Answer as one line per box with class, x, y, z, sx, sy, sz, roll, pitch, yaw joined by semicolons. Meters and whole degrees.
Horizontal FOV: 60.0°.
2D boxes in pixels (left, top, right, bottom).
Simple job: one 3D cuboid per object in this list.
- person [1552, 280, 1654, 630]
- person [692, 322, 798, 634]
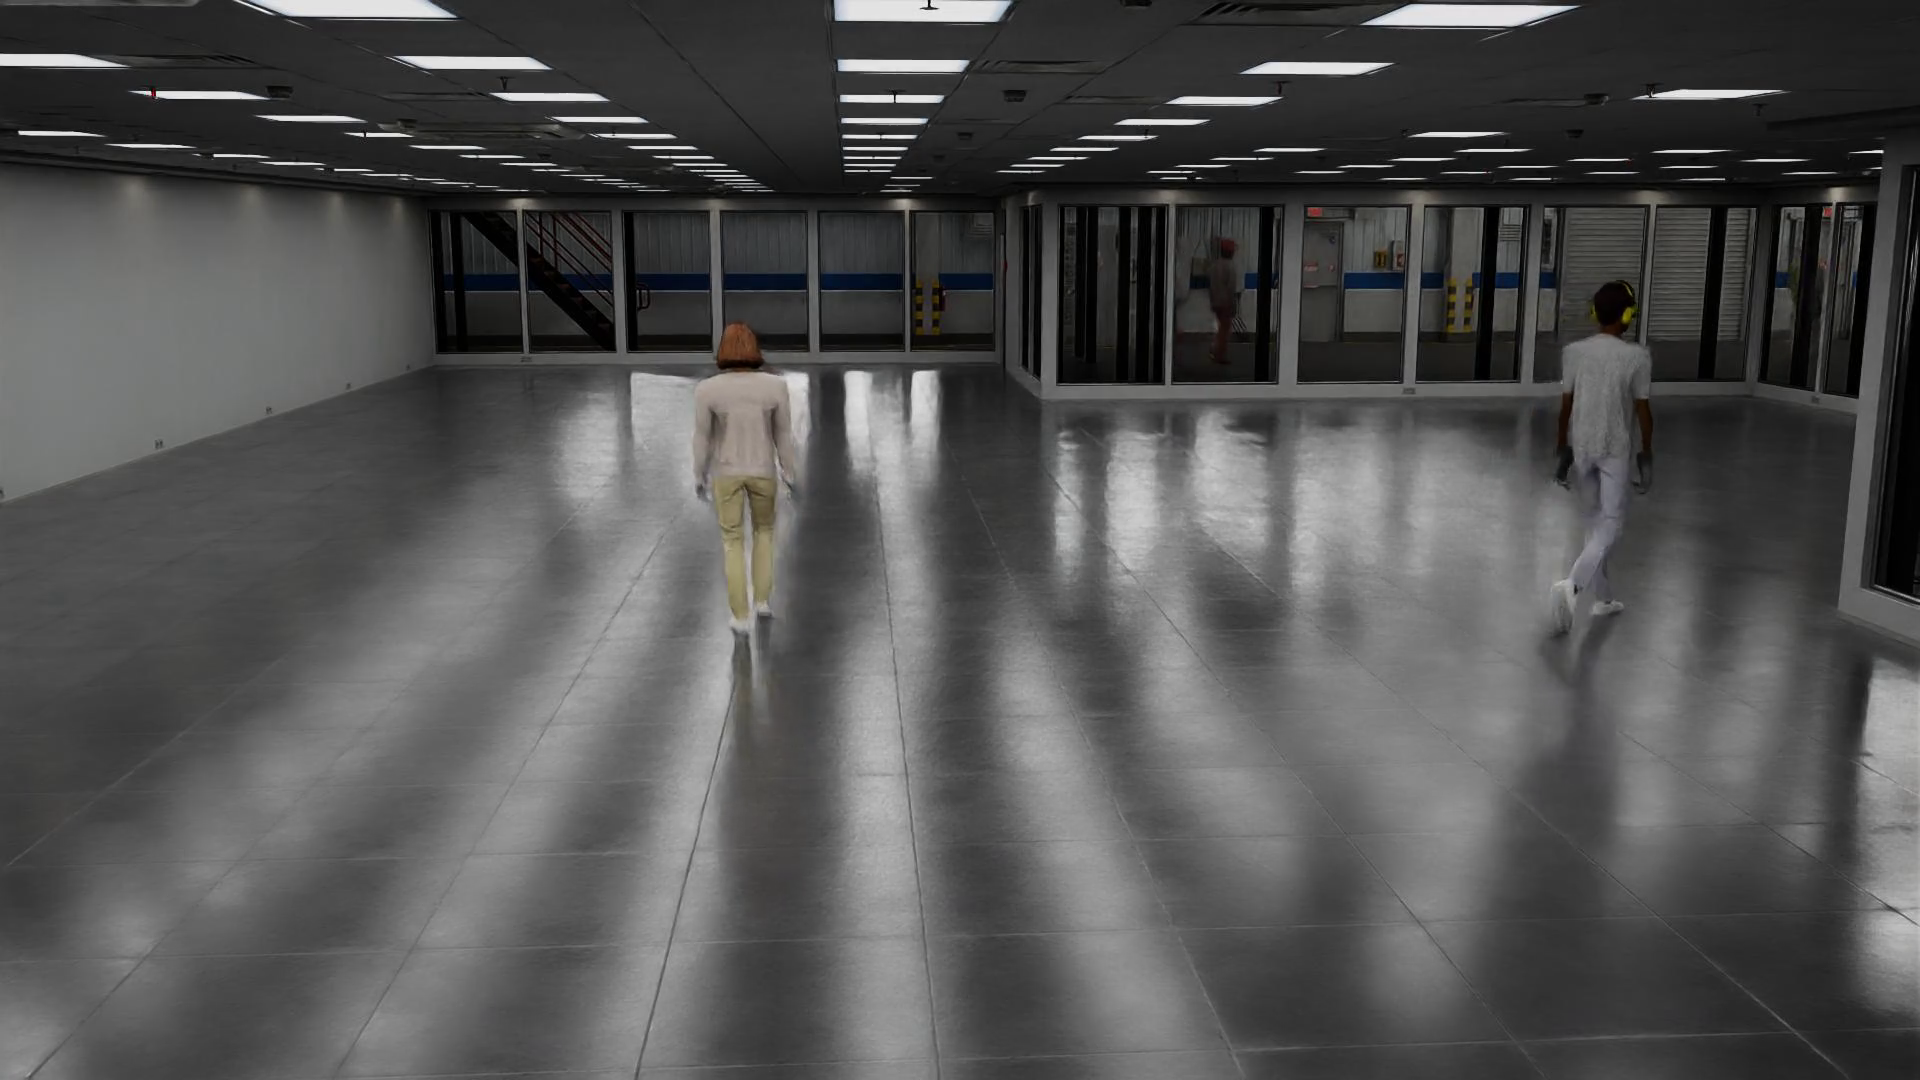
person;3.373;-0.443;8.782;0.817;1.844;0.519;-9;14;-41
person;-1.142;-0.336;8.784;0.540;1.612;0.581;-3;11;-14
